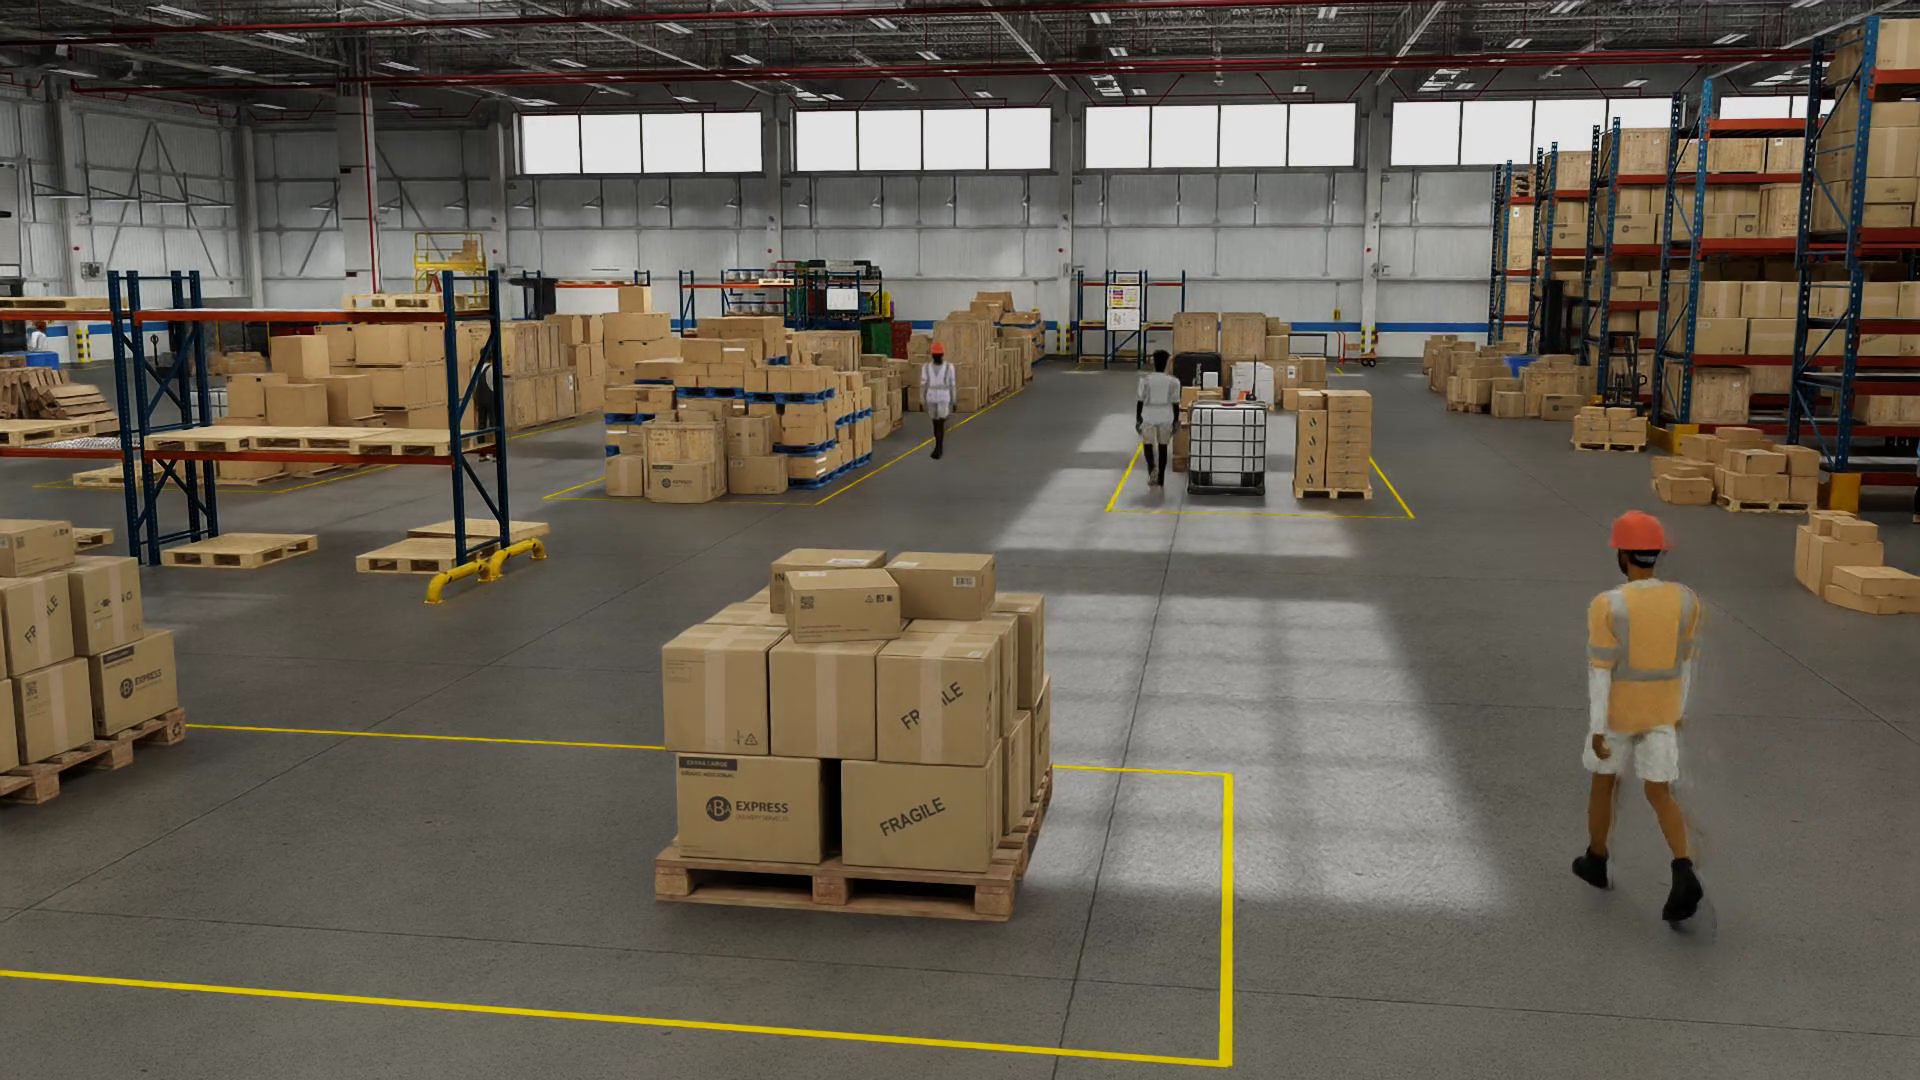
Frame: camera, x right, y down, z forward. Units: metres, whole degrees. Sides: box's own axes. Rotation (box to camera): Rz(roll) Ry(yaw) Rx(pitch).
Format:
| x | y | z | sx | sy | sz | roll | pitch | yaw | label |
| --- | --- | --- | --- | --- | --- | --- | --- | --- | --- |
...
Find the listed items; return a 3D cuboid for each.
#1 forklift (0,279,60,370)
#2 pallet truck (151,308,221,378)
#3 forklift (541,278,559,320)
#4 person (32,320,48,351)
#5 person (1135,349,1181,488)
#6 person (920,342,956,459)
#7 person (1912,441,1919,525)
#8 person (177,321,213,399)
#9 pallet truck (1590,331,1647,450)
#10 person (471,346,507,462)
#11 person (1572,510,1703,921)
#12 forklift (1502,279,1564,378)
| x | y | z | sx | sy | sz | roll | pitch | yaw | label |
| --- | --- | --- | --- | --- | --- | --- | --- | --- | --- |
| -22.592 | -4.798 | 39.505 | 1.873 | 2.768 | 1.129 | 1 | 9 | 9 | forklift |
| -21.869 | -5.598 | 47.154 | 0.823 | 1.965 | 1.885 | 4 | 10 | 26 | pallet truck |
| -11.088 | -5.701 | 45.073 | 1.873 | 2.768 | 1.129 | -3 | 10 | -17 | forklift |
| -22.172 | -4.379 | 40.019 | 0.614 | 1.870 | 0.476 | 7 | 11 | 36 | person |
| 2.755 | -1.679 | 23.121 | 0.629 | 1.949 | 0.450 | 0 | 9 | 2 | person |
| -0.361 | -2.269 | 26.996 | 0.563 | 1.883 | 1.037 | 2 | 9 | 13 | person |
| 11.500 | -0.987 | 19.642 | 0.316 | 1.695 | 0.541 | 2 | 9 | 13 | person |
| -17.764 | -4.149 | 38.575 | 0.656 | 1.880 | 1.022 | 6 | 11 | 34 | person |
| 11.253 | -2.573 | 28.499 | 0.823 | 1.965 | 1.885 | 5 | 10 | 27 | pallet truck |
| -7.482 | -2.150 | 26.367 | 0.511 | 1.841 | 0.327 | 3 | 10 | 15 | person |
| 3.239 | 0.818 | 7.881 | 0.549 | 1.910 | 0.858 | -1 | 9 | -3 | person |
| 13.289 | -4.482 | 37.555 | 1.873 | 2.768 | 1.129 | 1 | 9 | 9 | forklift |
